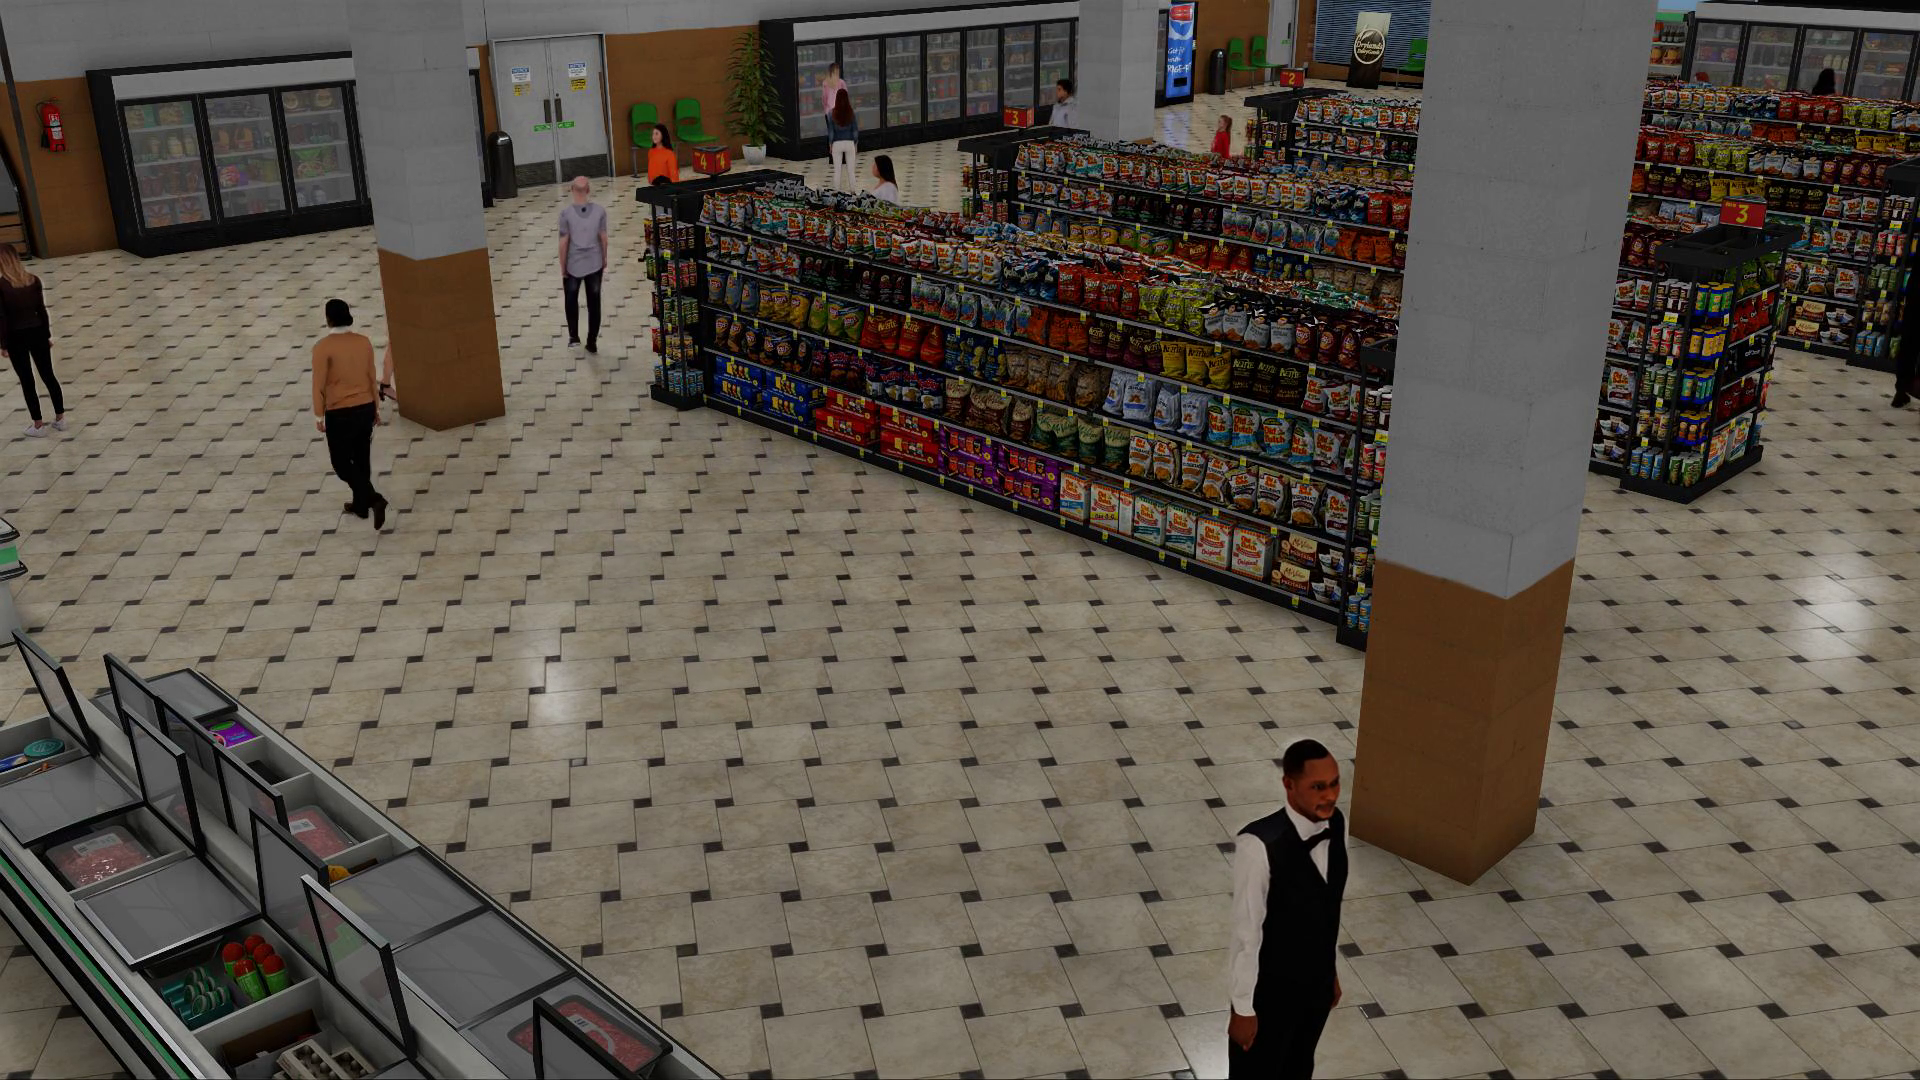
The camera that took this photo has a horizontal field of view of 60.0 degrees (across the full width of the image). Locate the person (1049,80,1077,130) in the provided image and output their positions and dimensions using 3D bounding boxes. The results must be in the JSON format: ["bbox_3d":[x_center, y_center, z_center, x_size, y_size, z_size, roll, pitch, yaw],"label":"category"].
[{"bbox_3d":[1.599,-5.720,24.232,1.106,1.880,1.313,-9,23,-20],"label":"person"}]

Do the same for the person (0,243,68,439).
[{"bbox_3d":[-8.197,-1.754,14.600,0.586,1.703,0.654,13,25,28],"label":"person"}]

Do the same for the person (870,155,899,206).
[{"bbox_3d":[-0.849,-3.613,19.259,0.853,1.679,0.768,-3,22,-8],"label":"person"}]

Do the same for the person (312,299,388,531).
[{"bbox_3d":[-4.544,-0.924,12.485,1.051,1.739,0.733,16,27,35],"label":"person"}]

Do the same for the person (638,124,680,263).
[{"bbox_3d":[-3.691,-4.386,21.153,1.066,1.700,0.824,14,26,31],"label":"person"}]

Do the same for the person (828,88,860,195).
[{"bbox_3d":[-1.737,-5.868,24.839,0.688,1.703,0.723,-2,22,-6],"label":"person"}]

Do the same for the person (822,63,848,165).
[{"bbox_3d":[-2.119,-7.280,28.372,0.642,1.688,0.745,5,22,13],"label":"person"}]

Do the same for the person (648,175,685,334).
[{"bbox_3d":[-2.939,-2.850,17.155,0.846,1.830,0.905,1,22,2],"label":"person"}]

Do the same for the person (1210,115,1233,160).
[{"bbox_3d":[4.006,-5.788,25.239,0.855,1.255,0.913,-5,22,-13],"label":"person"}]

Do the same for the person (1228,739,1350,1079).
[{"bbox_3d":[1.177,1.570,6.039,0.729,1.917,0.623,-15,27,-33],"label":"person"}]

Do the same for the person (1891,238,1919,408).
[{"bbox_3d":[8.871,-2.123,15.266,0.792,1.890,0.610,-19,28,-38],"label":"person"}]

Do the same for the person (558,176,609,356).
[{"bbox_3d":[-3.817,-2.779,16.995,0.773,1.817,0.775,-9,24,-22],"label":"person"}]

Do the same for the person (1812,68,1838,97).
[{"bbox_3d":[14.479,-7.132,28.118,0.934,1.603,0.901,-5,22,-12],"label":"person"}]
